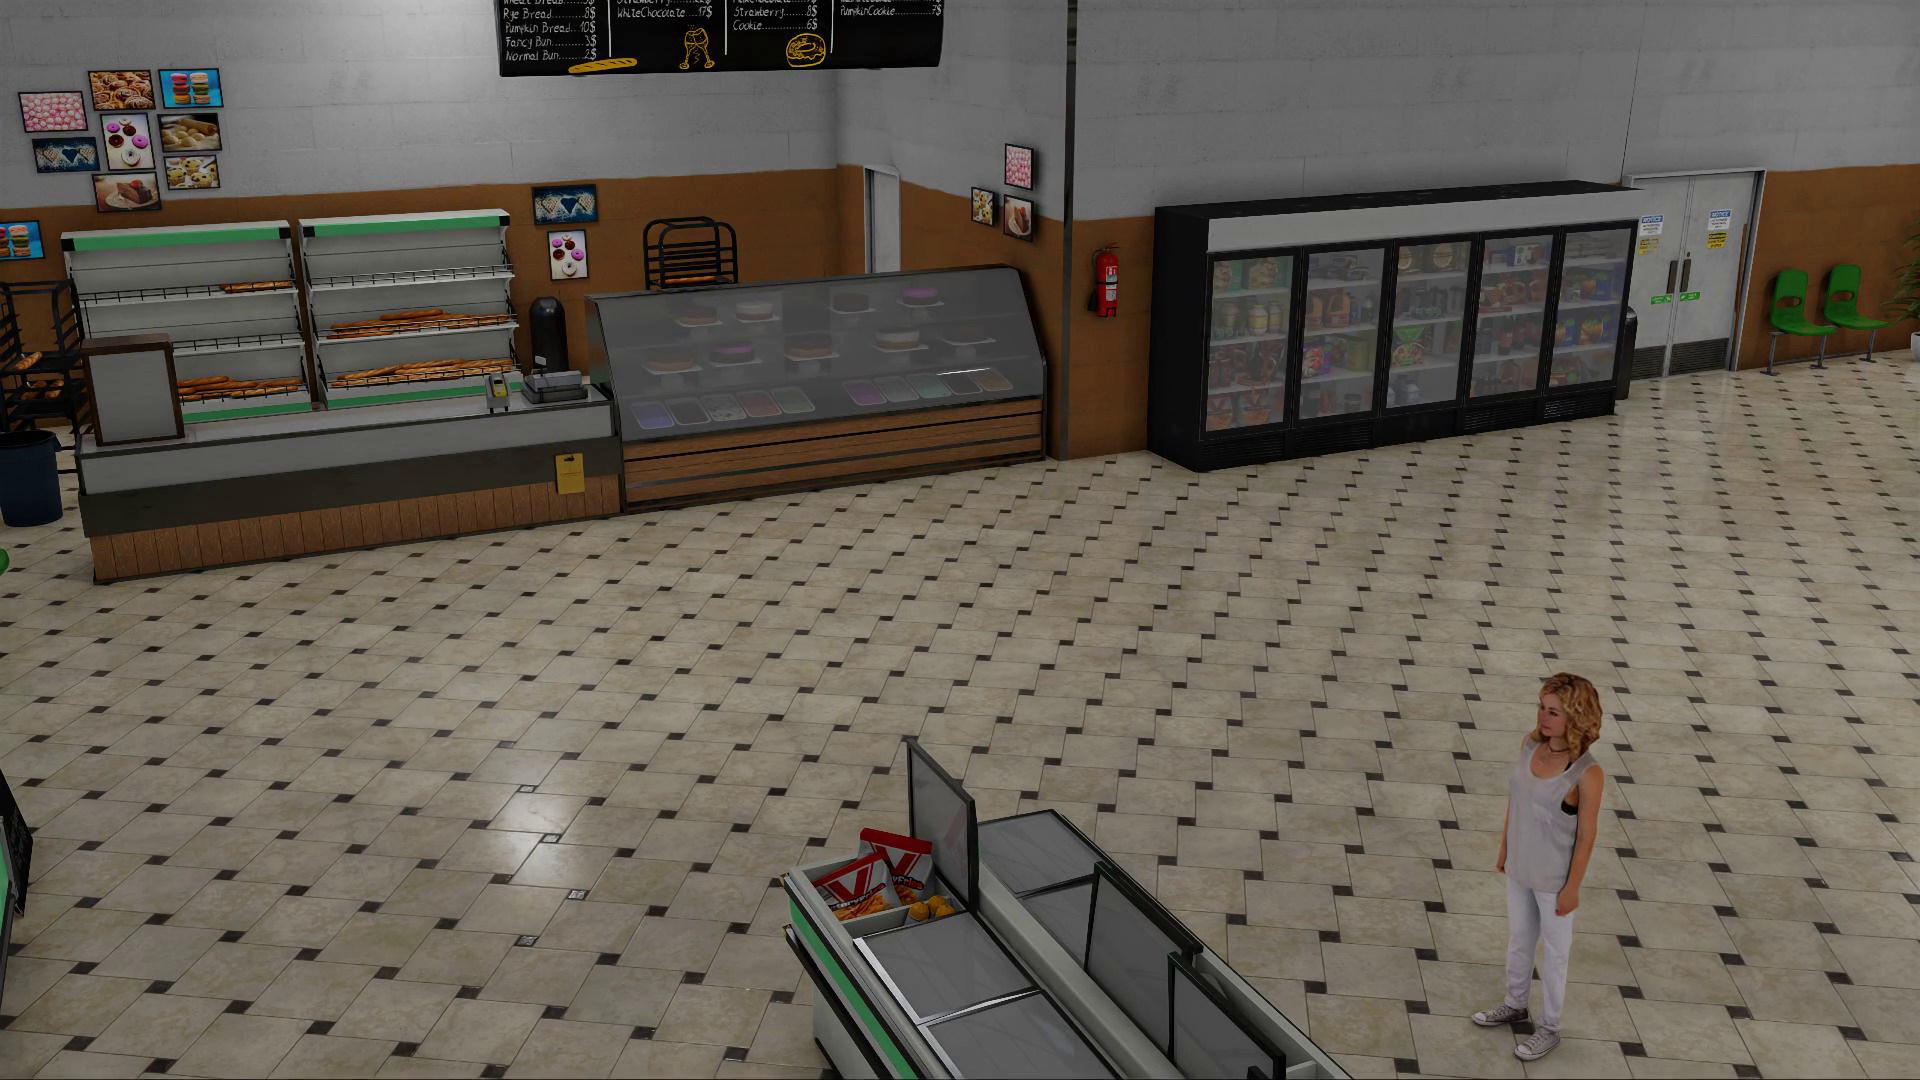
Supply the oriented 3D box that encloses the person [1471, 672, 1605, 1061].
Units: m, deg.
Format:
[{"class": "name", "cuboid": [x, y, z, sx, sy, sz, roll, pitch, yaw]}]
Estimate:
[{"class": "person", "cuboid": [2.417, 1.324, 6.833, 0.634, 1.671, 0.459, -8, 20, -23]}]
